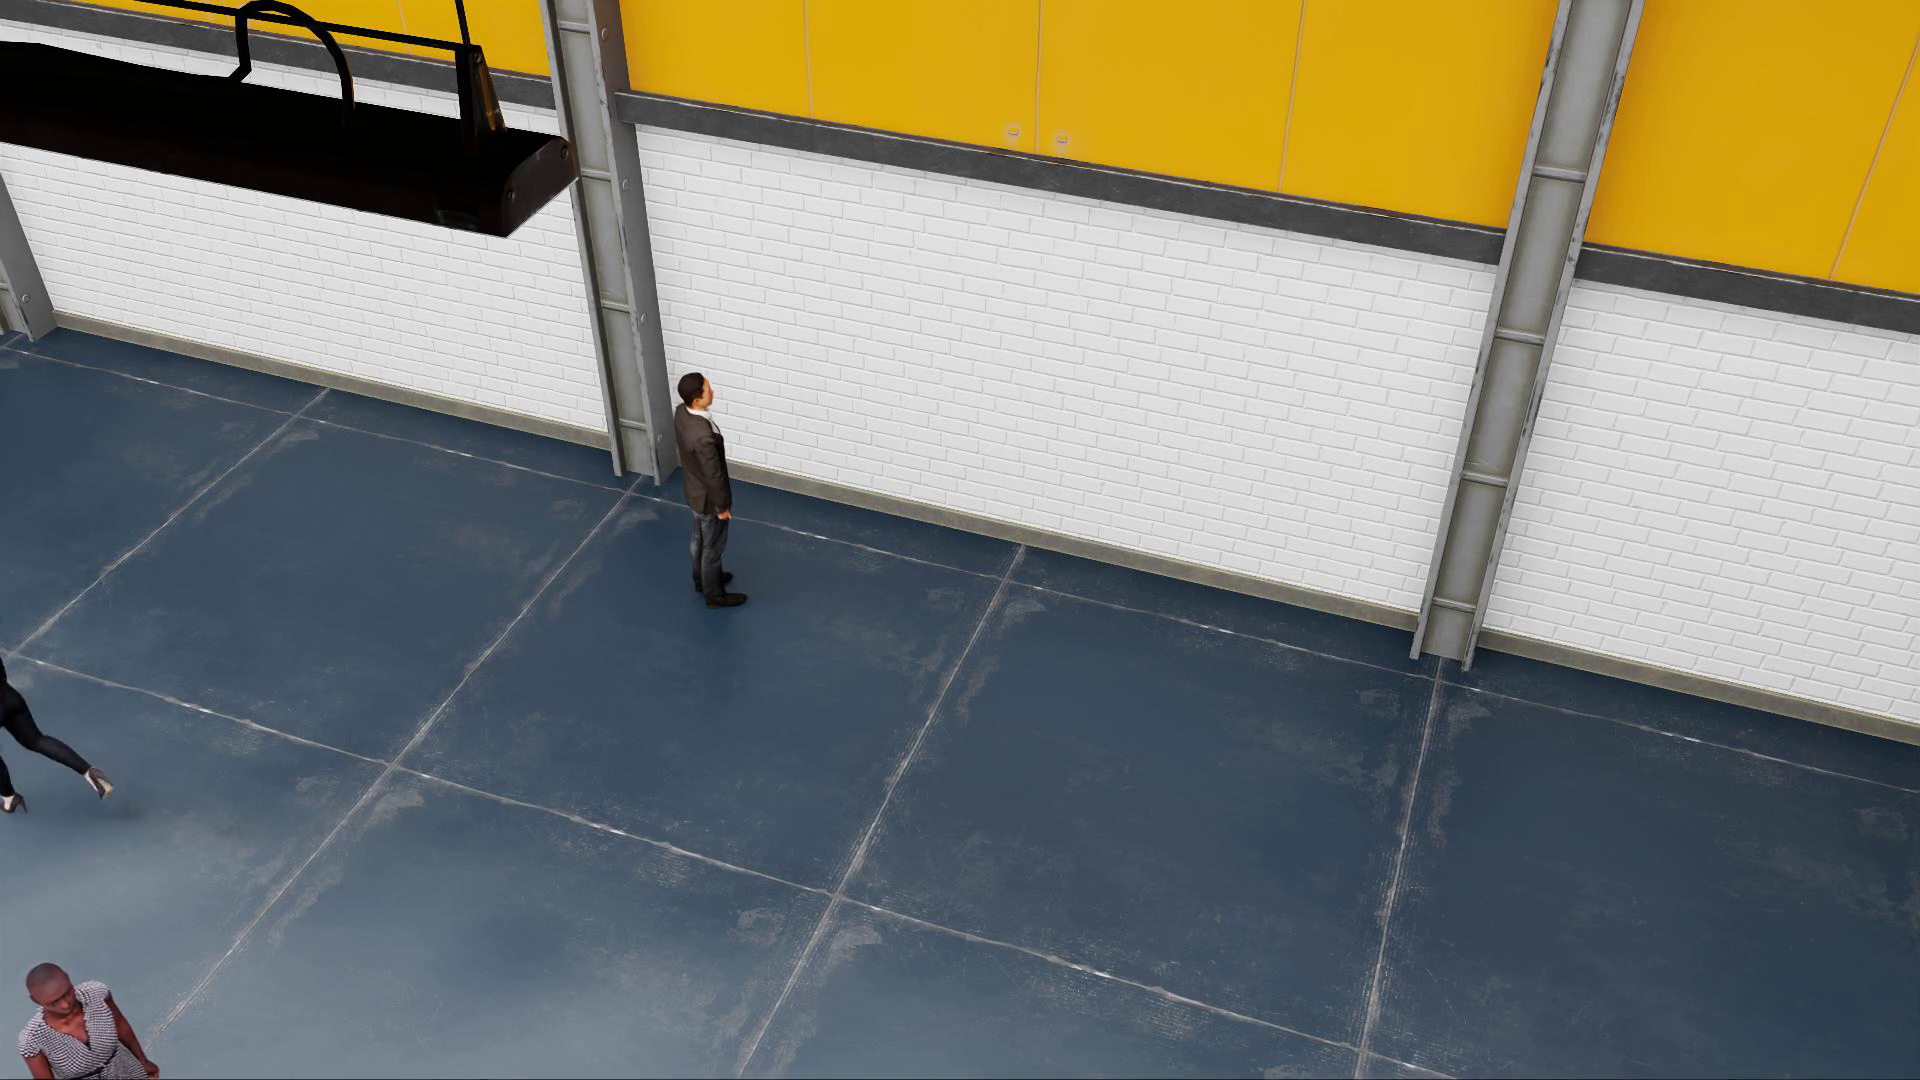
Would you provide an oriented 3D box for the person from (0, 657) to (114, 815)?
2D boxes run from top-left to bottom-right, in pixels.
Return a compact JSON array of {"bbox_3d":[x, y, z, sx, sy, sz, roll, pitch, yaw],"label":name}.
[{"bbox_3d":[-5.430,0.975,9.497,1.076,1.689,0.738,4,39,5],"label":"person"}]

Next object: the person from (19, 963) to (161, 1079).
[{"bbox_3d":[-3.862,2.495,7.514,0.586,1.788,0.652,19,42,22],"label":"person"}]

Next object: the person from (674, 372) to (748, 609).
[{"bbox_3d":[-1.697,-0.339,11.051,0.806,1.804,0.727,-19,42,-22],"label":"person"}]
